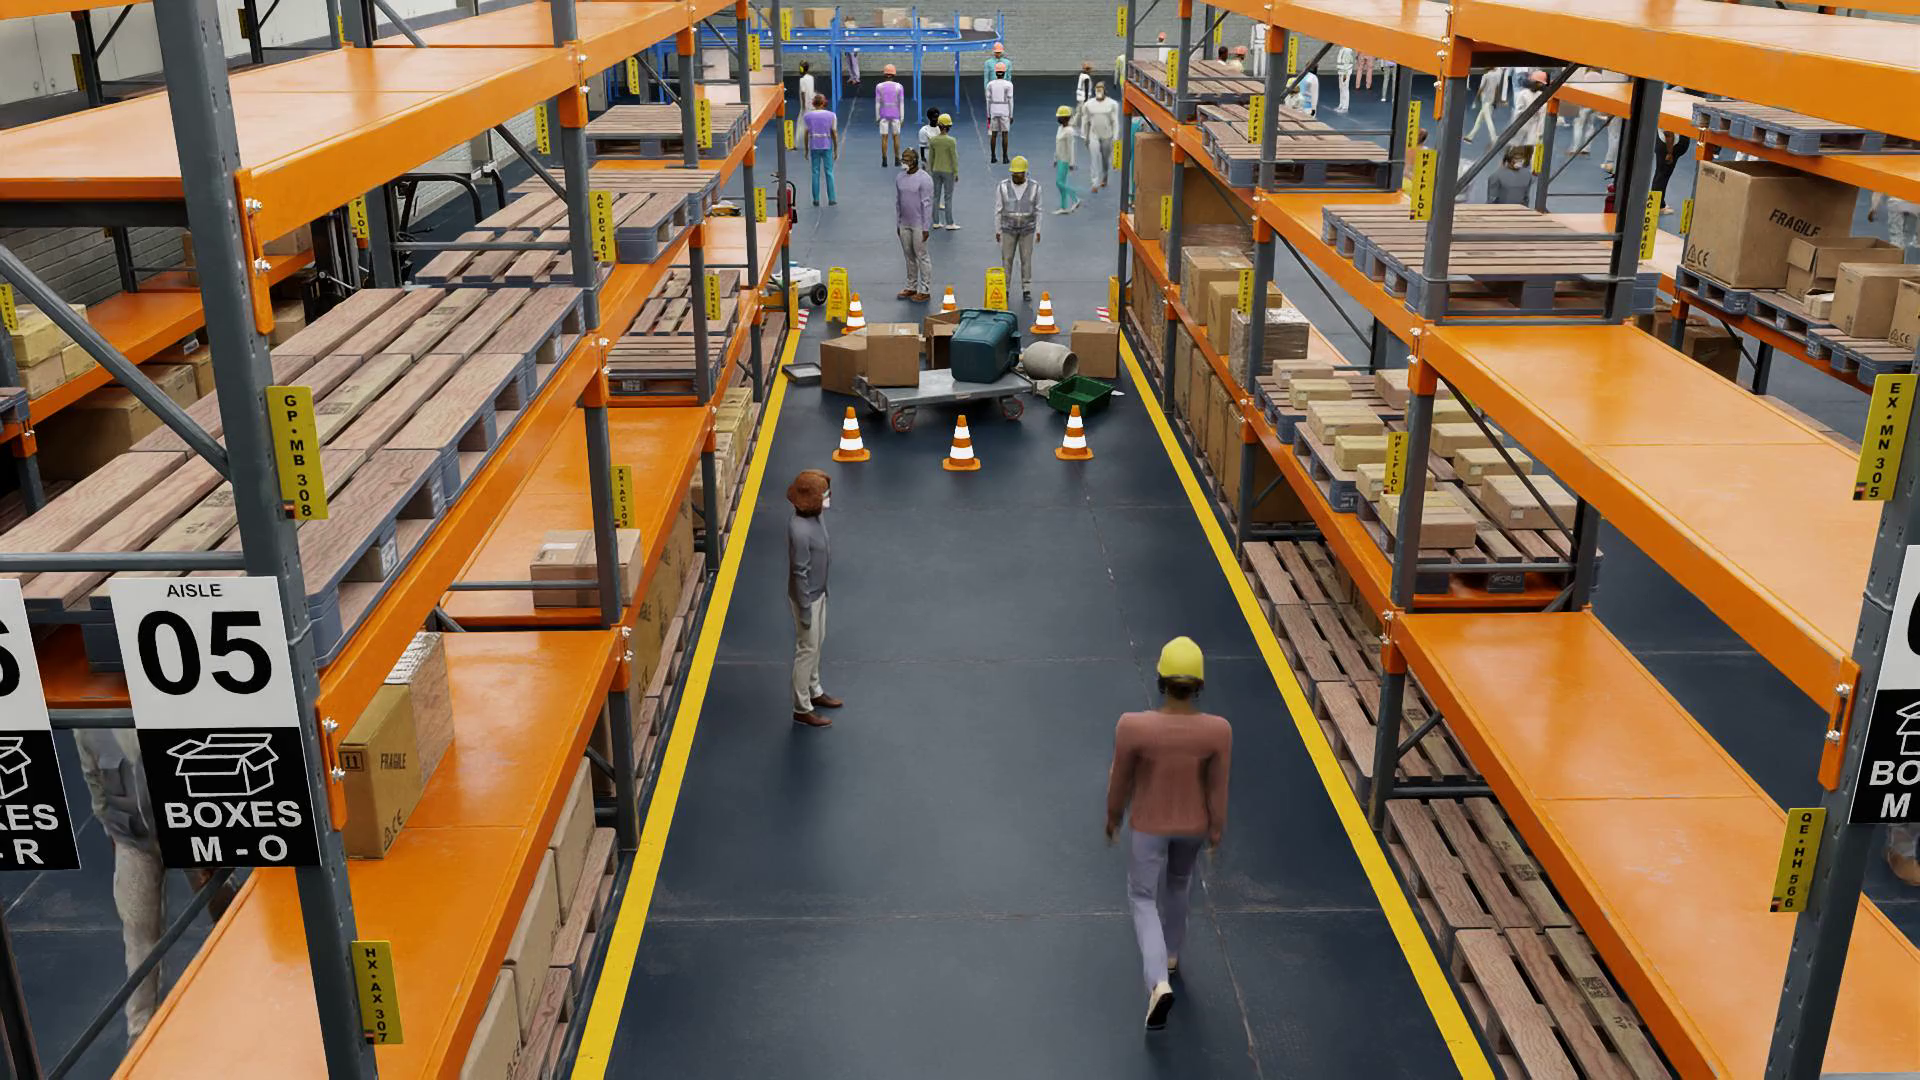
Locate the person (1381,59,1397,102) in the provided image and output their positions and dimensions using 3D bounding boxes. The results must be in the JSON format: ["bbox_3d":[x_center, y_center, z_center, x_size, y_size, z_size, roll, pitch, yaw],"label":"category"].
[{"bbox_3d":[11.261,-12.398,43.300,0.583,1.918,0.400,8,22,19],"label":"person"}]

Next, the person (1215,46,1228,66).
[{"bbox_3d":[5.712,-9.927,36.781,0.399,1.909,0.599,-5,21,-14],"label":"person"}]

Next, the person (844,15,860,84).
[{"bbox_3d":[-3.135,-14.059,47.714,0.403,1.900,0.641,-12,24,-30],"label":"person"}]

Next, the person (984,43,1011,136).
[{"bbox_3d":[0.836,-9.937,36.682,0.623,1.992,0.397,-5,21,-12],"label":"person"}]

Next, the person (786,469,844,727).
[{"bbox_3d":[-0.889,0.343,10.030,0.293,1.623,0.507,2,21,6],"label":"person"}]

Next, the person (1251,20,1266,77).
[{"bbox_3d":[8.846,-14.502,48.904,0.584,1.882,0.340,6,22,15],"label":"person"}]

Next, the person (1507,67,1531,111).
[{"bbox_3d":[13.803,-11.552,41.085,0.621,1.894,0.458,-6,22,-15],"label":"person"}]

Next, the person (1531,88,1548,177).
[{"bbox_3d":[10.903,-7.636,31.105,0.287,1.631,0.501,10,23,24],"label":"person"}]

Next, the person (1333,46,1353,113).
[{"bbox_3d":[9.418,-11.492,40.880,0.427,1.938,0.604,0,21,-1],"label":"person"}]

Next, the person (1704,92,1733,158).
[{"bbox_3d":[15.153,-8.629,33.332,0.593,1.920,0.391,1,21,1],"label":"person"}]

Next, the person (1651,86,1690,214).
[{"bbox_3d":[11.642,-6.386,27.232,0.538,2.000,0.684,5,21,13],"label":"person"}]

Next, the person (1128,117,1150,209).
[{"bbox_3d":[2.964,-6.445,27.662,0.350,1.846,0.506,-9,22,-22],"label":"person"}]

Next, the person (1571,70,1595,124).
[{"bbox_3d":[14.526,-10.493,38.672,0.507,1.623,0.293,-14,25,-33],"label":"person"}]

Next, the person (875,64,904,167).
[{"bbox_3d":[-1.354,-8.225,32.239,0.551,1.934,0.373,1,21,2],"label":"person"}]

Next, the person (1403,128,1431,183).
[{"bbox_3d":[6.888,-5.442,25.317,0.539,1.623,0.423,18,27,39],"label":"person"}]

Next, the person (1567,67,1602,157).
[{"bbox_3d":[12.624,-8.697,33.505,0.640,1.924,0.409,-9,23,-23],"label":"person"}]

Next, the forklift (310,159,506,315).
[{"bbox_3d":[-5.622,-2.910,17.832,2.313,2.155,1.214,-1,21,-1],"label":"forklift"}]

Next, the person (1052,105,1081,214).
[{"bbox_3d":[1.690,-6.180,27.090,0.401,1.755,0.530,-4,21,-12],"label":"person"}]

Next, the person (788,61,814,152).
[{"bbox_3d":[-3.218,-8.892,34.156,0.880,1.826,0.533,11,23,27],"label":"person"}]

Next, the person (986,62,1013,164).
[{"bbox_3d":[0.789,-8.370,32.638,0.543,1.929,0.387,7,22,17],"label":"person"}]

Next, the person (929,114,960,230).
[{"bbox_3d":[-0.243,-5.711,25.830,0.524,1.770,0.315,14,25,33],"label":"person"}]

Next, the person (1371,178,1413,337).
[{"bbox_3d":[5.095,-3.289,19.338,0.403,1.830,0.600,-6,22,-15],"label":"person"}]

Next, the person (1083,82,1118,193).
[{"bbox_3d":[2.496,-7.163,29.484,0.636,1.905,0.959,4,21,9],"label":"person"}]

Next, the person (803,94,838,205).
[{"bbox_3d":[-2.338,-6.550,27.949,0.564,1.837,0.398,1,21,2],"label":"person"}]

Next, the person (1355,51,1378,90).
[{"bbox_3d":[11.307,-13.480,46.189,0.647,1.900,0.402,9,22,22],"label":"person"}]

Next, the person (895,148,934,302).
[{"bbox_3d":[-0.581,-3.988,21.059,0.367,1.932,0.623,-19,28,-41],"label":"person"}]

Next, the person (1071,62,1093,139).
[{"bbox_3d":[2.646,-9.607,36.326,0.466,1.625,0.697,-4,21,-9],"label":"person"}]

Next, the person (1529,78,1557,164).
[{"bbox_3d":[11.419,-8.170,32.443,0.319,1.686,0.540,-15,25,-34],"label":"person"}]

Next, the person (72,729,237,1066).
[{"bbox_3d":[-3.482,1.254,7.248,0.604,1.898,1.000,-2,21,-5],"label":"person"}]

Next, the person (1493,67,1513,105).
[{"bbox_3d":[13.930,-12.100,42.556,0.579,1.882,0.342,0,21,-1],"label":"person"}]

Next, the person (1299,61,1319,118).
[{"bbox_3d":[7.170,-8.951,34.311,0.429,1.832,0.636,-9,23,-23],"label":"person"}]

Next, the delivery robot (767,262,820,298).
[{"bbox_3d":[-2.088,-3.247,20.872,0.477,0.478,0.707,17,27,37],"label":"delivery robot"}]

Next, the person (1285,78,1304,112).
[{"bbox_3d":[6.351,-7.957,31.818,0.372,1.729,0.481,-14,25,-32],"label":"person"}]

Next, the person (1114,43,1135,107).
[{"bbox_3d":[3.921,-10.694,38.858,0.607,1.881,0.983,0,21,0],"label":"person"}]

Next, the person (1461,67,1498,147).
[{"bbox_3d":[11.035,-9.225,35.045,0.548,1.815,0.965,-18,27,-40],"label":"person"}]

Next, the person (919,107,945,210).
[{"bbox_3d":[-0.443,-6.284,27.455,0.530,1.689,0.322,-14,25,-33],"label":"person"}]

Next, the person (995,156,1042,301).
[{"bbox_3d":[0.740,-3.944,21.071,0.595,1.828,0.403,0,21,1],"label":"person"}]

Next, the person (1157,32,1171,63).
[{"bbox_3d":[5.237,-12.398,43.542,0.587,1.733,0.454,6,21,14],"label":"person"}]

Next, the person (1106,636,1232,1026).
[{"bbox_3d":[0.938,1.279,7.390,0.528,1.740,0.736,-2,21,-6],"label":"person"}]

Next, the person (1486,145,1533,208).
[{"bbox_3d":[7.001,-4.077,21.278,0.629,1.937,0.373,-7,22,-17],"label":"person"}]

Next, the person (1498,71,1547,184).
[{"bbox_3d":[10.294,-7.562,30.412,0.669,1.992,0.925,-6,22,-16],"label":"person"}]

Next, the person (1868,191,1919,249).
[{"bbox_3d":[12.616,-4.470,22.391,0.622,1.877,0.875,0,21,-1],"label":"person"}]
